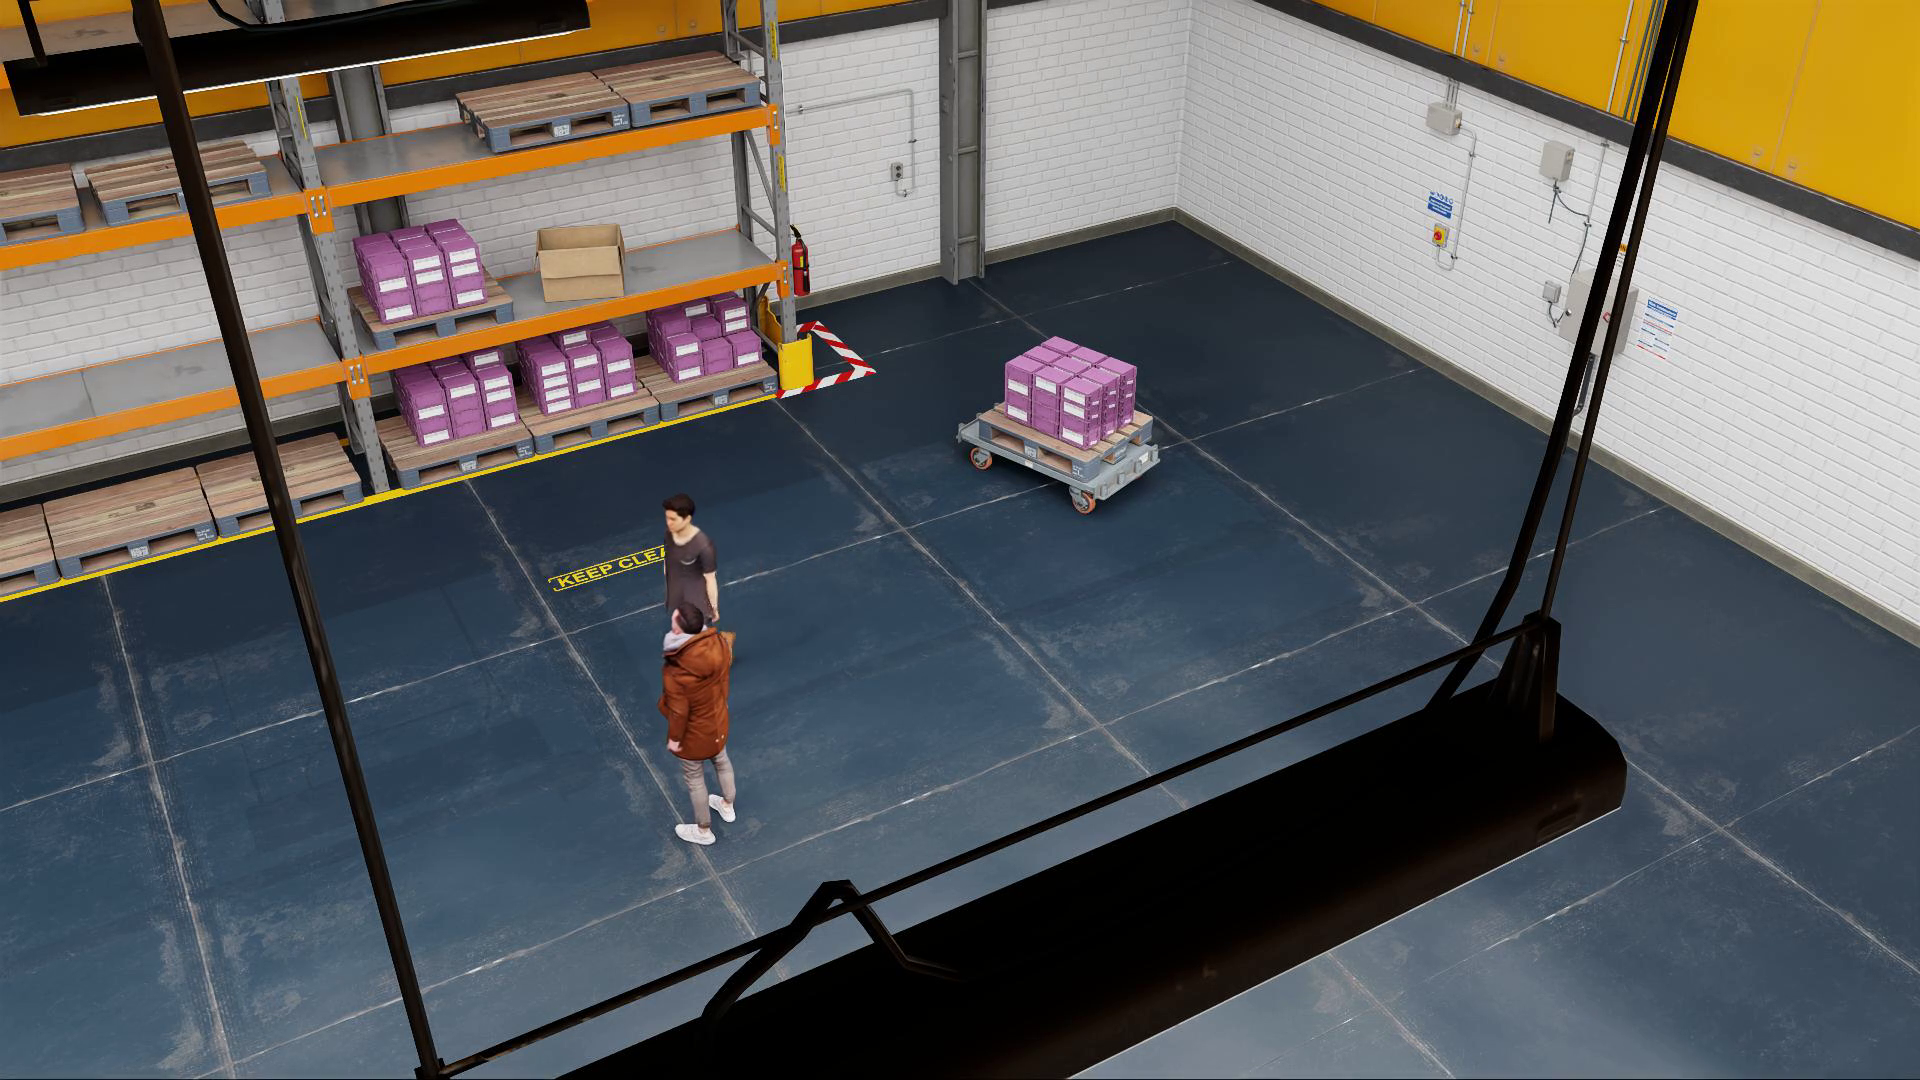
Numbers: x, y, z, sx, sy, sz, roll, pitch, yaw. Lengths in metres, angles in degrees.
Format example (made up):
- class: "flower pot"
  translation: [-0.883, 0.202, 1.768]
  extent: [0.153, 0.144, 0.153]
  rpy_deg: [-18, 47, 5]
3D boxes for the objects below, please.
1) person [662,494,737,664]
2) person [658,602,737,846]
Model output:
- class: "person"
  translation: [-1.881, 0.382, 11.931]
  extent: [0.846, 1.695, 1.063]
  rpy_deg: [23, 40, 31]
- class: "person"
  translation: [-1.661, 1.160, 10.630]
  extent: [0.895, 1.839, 0.804]
  rpy_deg: [20, 38, 27]
